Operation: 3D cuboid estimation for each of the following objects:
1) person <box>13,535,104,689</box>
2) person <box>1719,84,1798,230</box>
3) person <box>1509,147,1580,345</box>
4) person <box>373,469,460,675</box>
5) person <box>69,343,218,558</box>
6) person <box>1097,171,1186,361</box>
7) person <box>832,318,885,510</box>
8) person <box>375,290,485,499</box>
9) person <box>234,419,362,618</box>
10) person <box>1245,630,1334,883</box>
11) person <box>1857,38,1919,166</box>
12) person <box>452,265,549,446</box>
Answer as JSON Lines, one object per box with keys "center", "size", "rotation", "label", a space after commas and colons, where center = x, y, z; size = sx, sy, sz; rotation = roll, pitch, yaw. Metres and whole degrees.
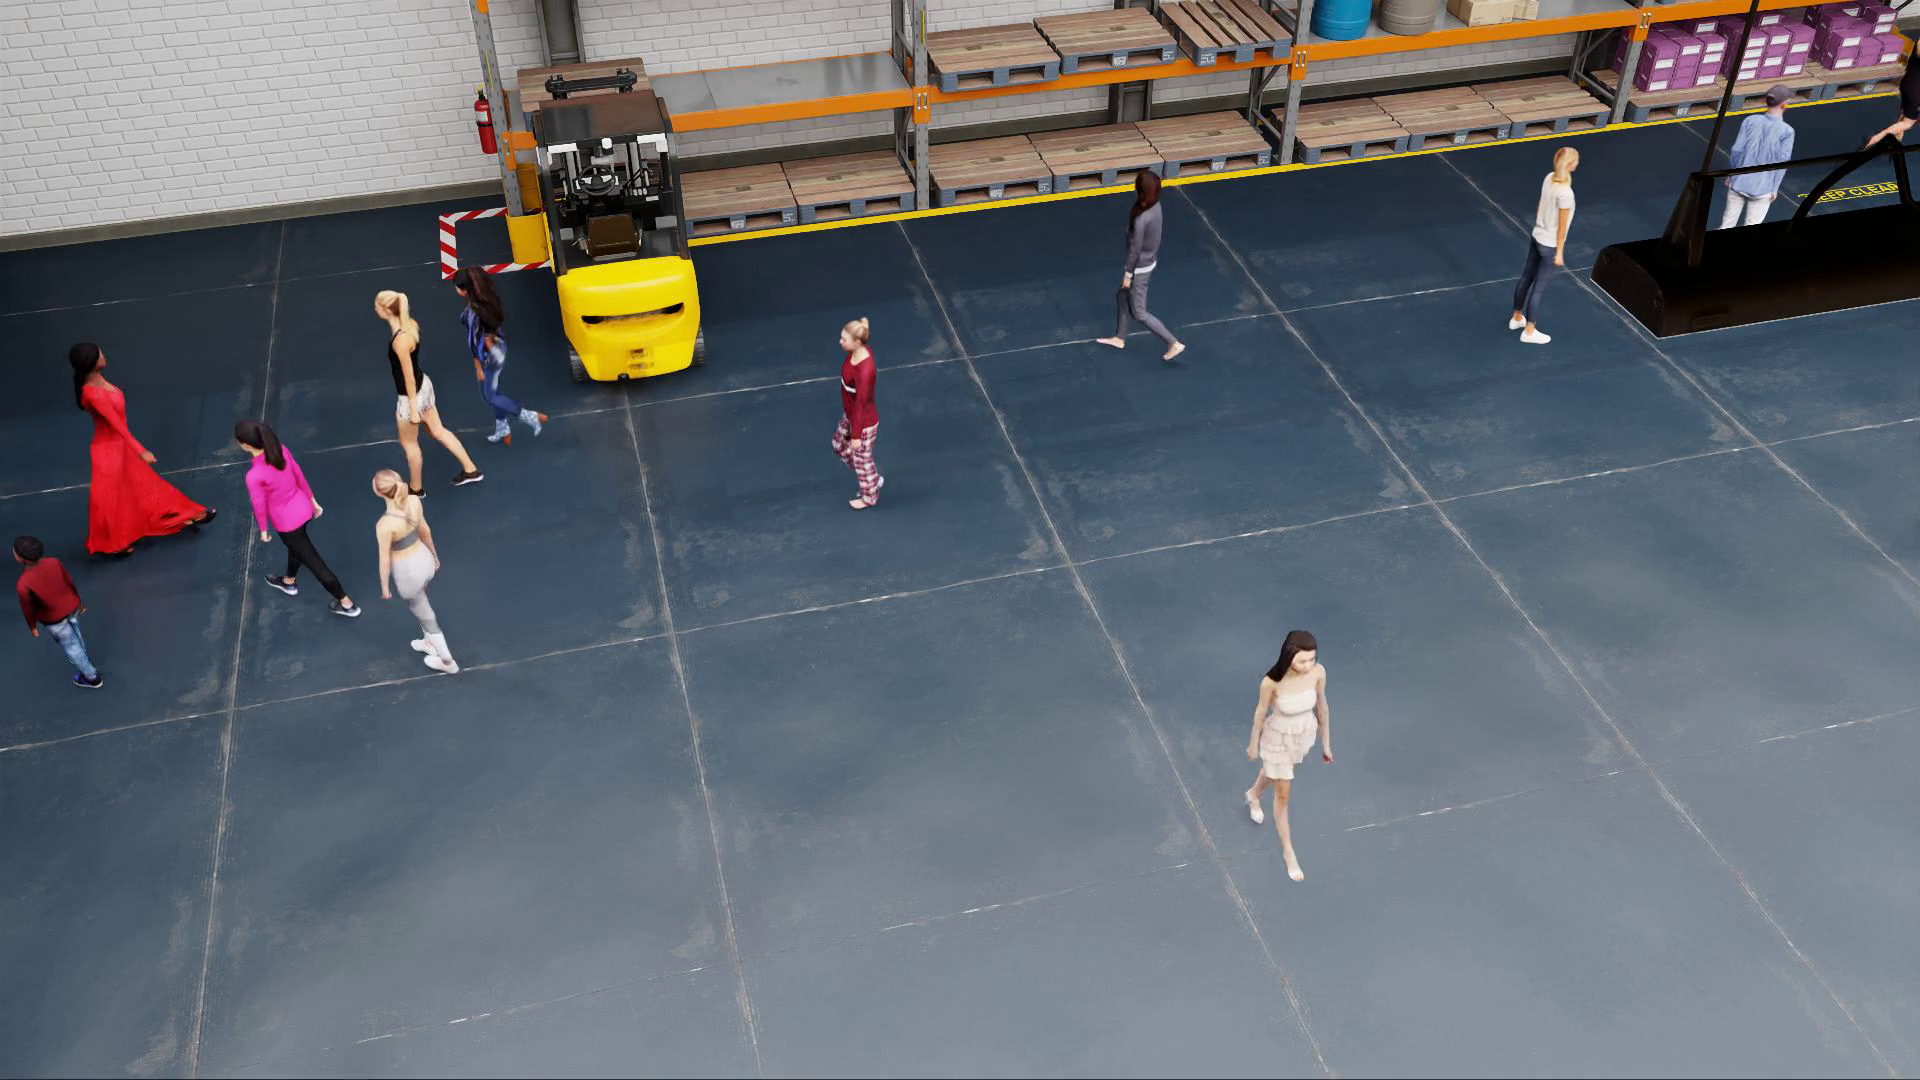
{"center": [-6.001, 0.490, 11.152], "size": [0.729, 1.241, 0.663], "rotation": [14, 41, 17], "label": "person"}
{"center": [7.333, -3.299, 15.379], "size": [0.737, 1.886, 0.735], "rotation": [31, 48, 33], "label": "person"}
{"center": [5.121, -2.592, 14.556], "size": [0.546, 1.809, 0.625], "rotation": [-5, 39, -6], "label": "person"}
{"center": [-3.574, 0.244, 11.095], "size": [0.818, 1.695, 0.756], "rotation": [15, 41, 18], "label": "person"}
{"center": [-6.253, -0.581, 12.108], "size": [1.194, 1.731, 0.726], "rotation": [-12, 40, -15], "label": "person"}
{"center": [1.624, -2.311, 14.259], "size": [1.142, 1.739, 0.999], "rotation": [13, 40, 15], "label": "person"}
{"center": [-0.684, -0.949, 12.589], "size": [0.599, 1.695, 0.649], "rotation": [-8, 39, -9], "label": "person"}
{"center": [-4.097, -1.126, 12.701], "size": [0.996, 1.833, 0.738], "rotation": [-2, 39, -2], "label": "person"}
{"center": [-4.563, -0.113, 11.578], "size": [1.129, 1.662, 0.937], "rotation": [11, 40, 13], "label": "person"}
{"center": [1.911, 1.147, 9.962], "size": [0.937, 1.699, 0.705], "rotation": [-13, 40, -16], "label": "person"}
{"center": [9.787, -4.620, 17.216], "size": [0.944, 1.657, 0.606], "rotation": [-6, 39, -8], "label": "person"}
{"center": [-3.679, -1.447, 13.277], "size": [0.906, 1.615, 0.783], "rotation": [-1, 39, -1], "label": "person"}
